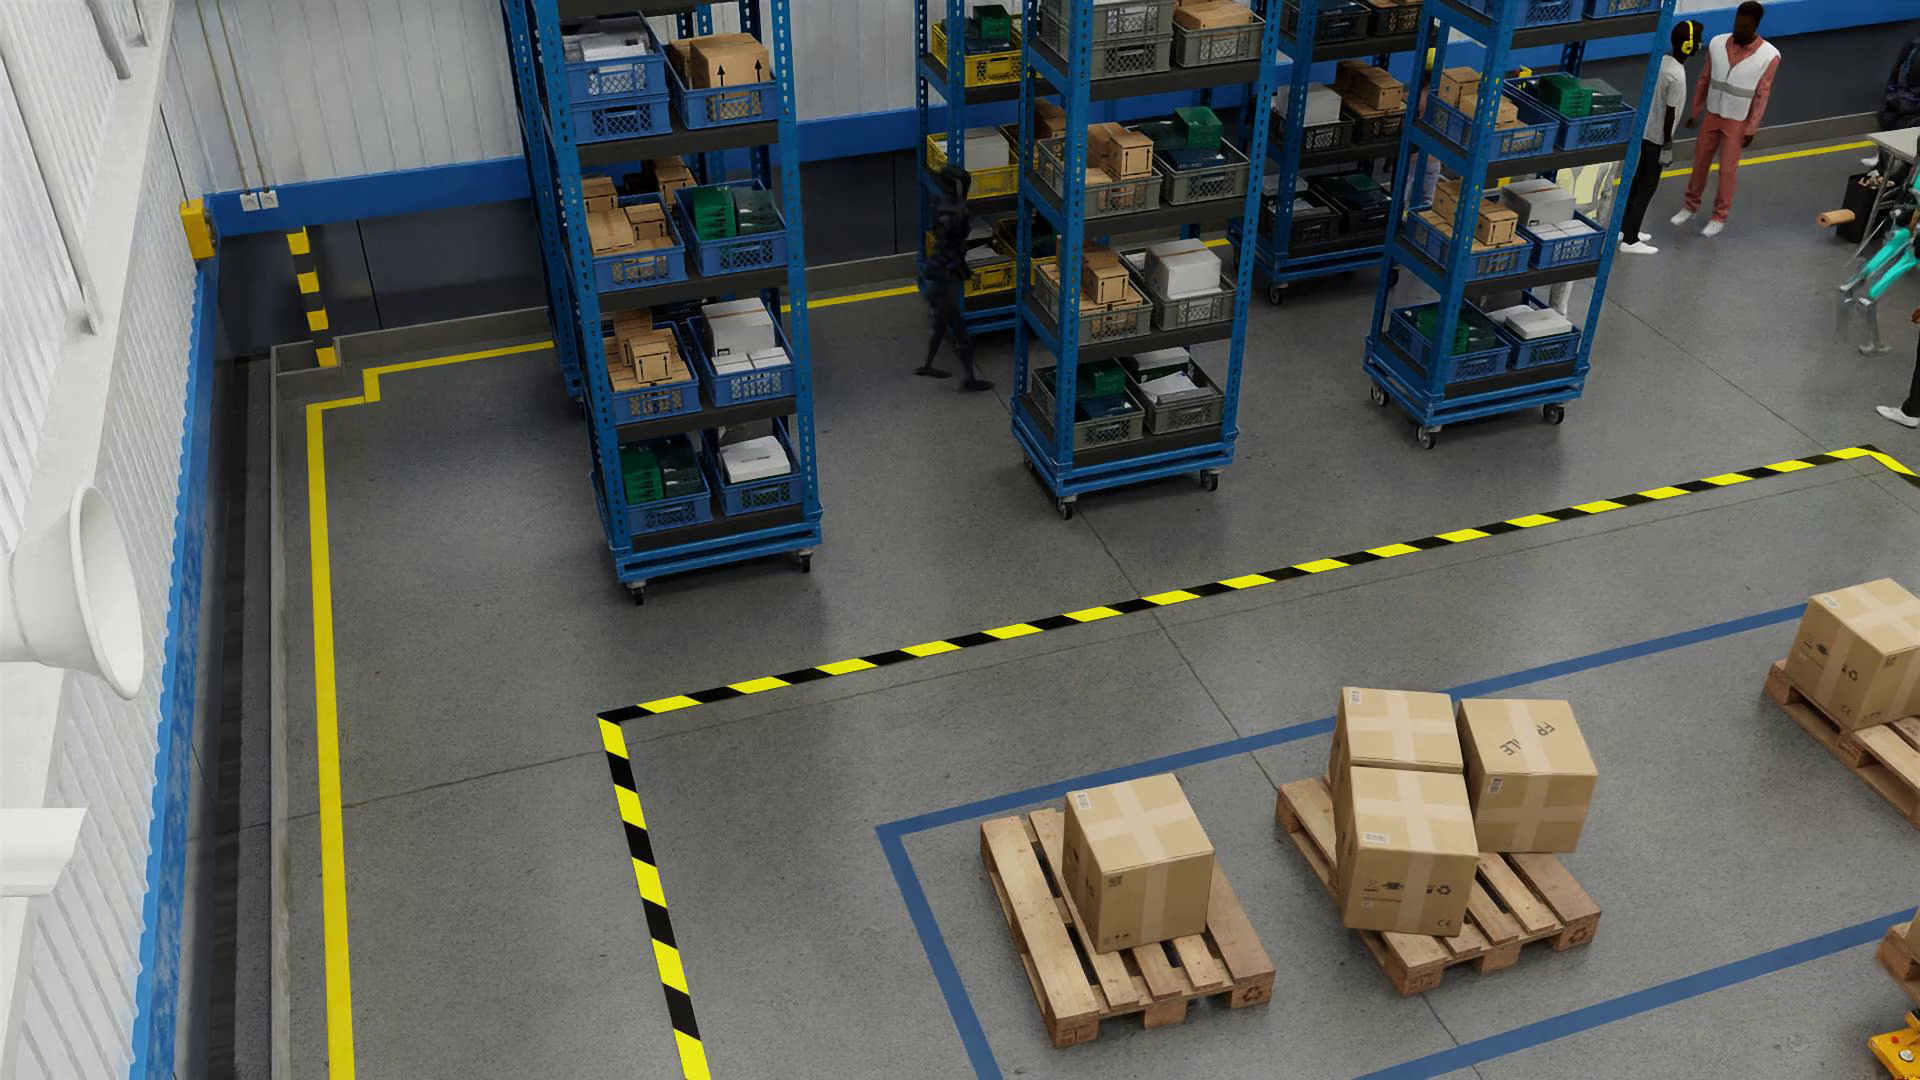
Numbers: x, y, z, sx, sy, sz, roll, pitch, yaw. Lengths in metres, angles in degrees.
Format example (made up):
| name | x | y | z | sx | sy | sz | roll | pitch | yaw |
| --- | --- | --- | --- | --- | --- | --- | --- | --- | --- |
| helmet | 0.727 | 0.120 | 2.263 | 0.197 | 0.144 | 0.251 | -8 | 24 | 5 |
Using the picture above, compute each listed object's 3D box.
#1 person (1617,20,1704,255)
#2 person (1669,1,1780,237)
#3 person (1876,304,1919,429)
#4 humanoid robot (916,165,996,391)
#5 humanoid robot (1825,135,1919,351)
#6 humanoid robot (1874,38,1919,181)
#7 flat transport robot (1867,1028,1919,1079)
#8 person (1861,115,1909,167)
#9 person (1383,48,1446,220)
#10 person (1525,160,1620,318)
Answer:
| name | x | y | z | sx | sy | sz | roll | pitch | yaw |
| --- | --- | --- | --- | --- | --- | --- | --- | --- | --- |
| person | 5.551 | -3.187 | 13.196 | 0.340 | 1.866 | 0.508 | 3 | 35 | 4 |
| person | 6.221 | -3.431 | 13.506 | 0.417 | 1.906 | 0.599 | -25 | 42 | -31 |
| person | 6.544 | -1.610 | 10.964 | 0.596 | 1.849 | 0.385 | -13 | 37 | -18 |
| humanoid robot | -0.014 | -1.803 | 11.405 | 0.661 | 1.636 | 0.611 | 8 | 36 | 11 |
| humanoid robot | 6.560 | -2.091 | 11.800 | 0.759 | 1.841 | 0.530 | -7 | 36 | -10 |
| humanoid robot | 7.939 | -3.595 | 13.932 | 0.346 | 1.651 | 0.616 | -8 | 36 | -11 |
| flat transport robot | 4.651 | 2.169 | 6.955 | 1.431 | 0.197 | 0.652 | -8 | 36 | -12 |
| person | 8.683 | -4.080 | 14.493 | 0.961 | 1.828 | 0.500 | 2 | 35 | 3 |
| person | 3.560 | -2.971 | 12.966 | 0.524 | 1.772 | 0.305 | -2 | 35 | -3 |
| person | 4.276 | -2.229 | 11.849 | 0.624 | 1.846 | 0.429 | 5 | 36 | 7 |
